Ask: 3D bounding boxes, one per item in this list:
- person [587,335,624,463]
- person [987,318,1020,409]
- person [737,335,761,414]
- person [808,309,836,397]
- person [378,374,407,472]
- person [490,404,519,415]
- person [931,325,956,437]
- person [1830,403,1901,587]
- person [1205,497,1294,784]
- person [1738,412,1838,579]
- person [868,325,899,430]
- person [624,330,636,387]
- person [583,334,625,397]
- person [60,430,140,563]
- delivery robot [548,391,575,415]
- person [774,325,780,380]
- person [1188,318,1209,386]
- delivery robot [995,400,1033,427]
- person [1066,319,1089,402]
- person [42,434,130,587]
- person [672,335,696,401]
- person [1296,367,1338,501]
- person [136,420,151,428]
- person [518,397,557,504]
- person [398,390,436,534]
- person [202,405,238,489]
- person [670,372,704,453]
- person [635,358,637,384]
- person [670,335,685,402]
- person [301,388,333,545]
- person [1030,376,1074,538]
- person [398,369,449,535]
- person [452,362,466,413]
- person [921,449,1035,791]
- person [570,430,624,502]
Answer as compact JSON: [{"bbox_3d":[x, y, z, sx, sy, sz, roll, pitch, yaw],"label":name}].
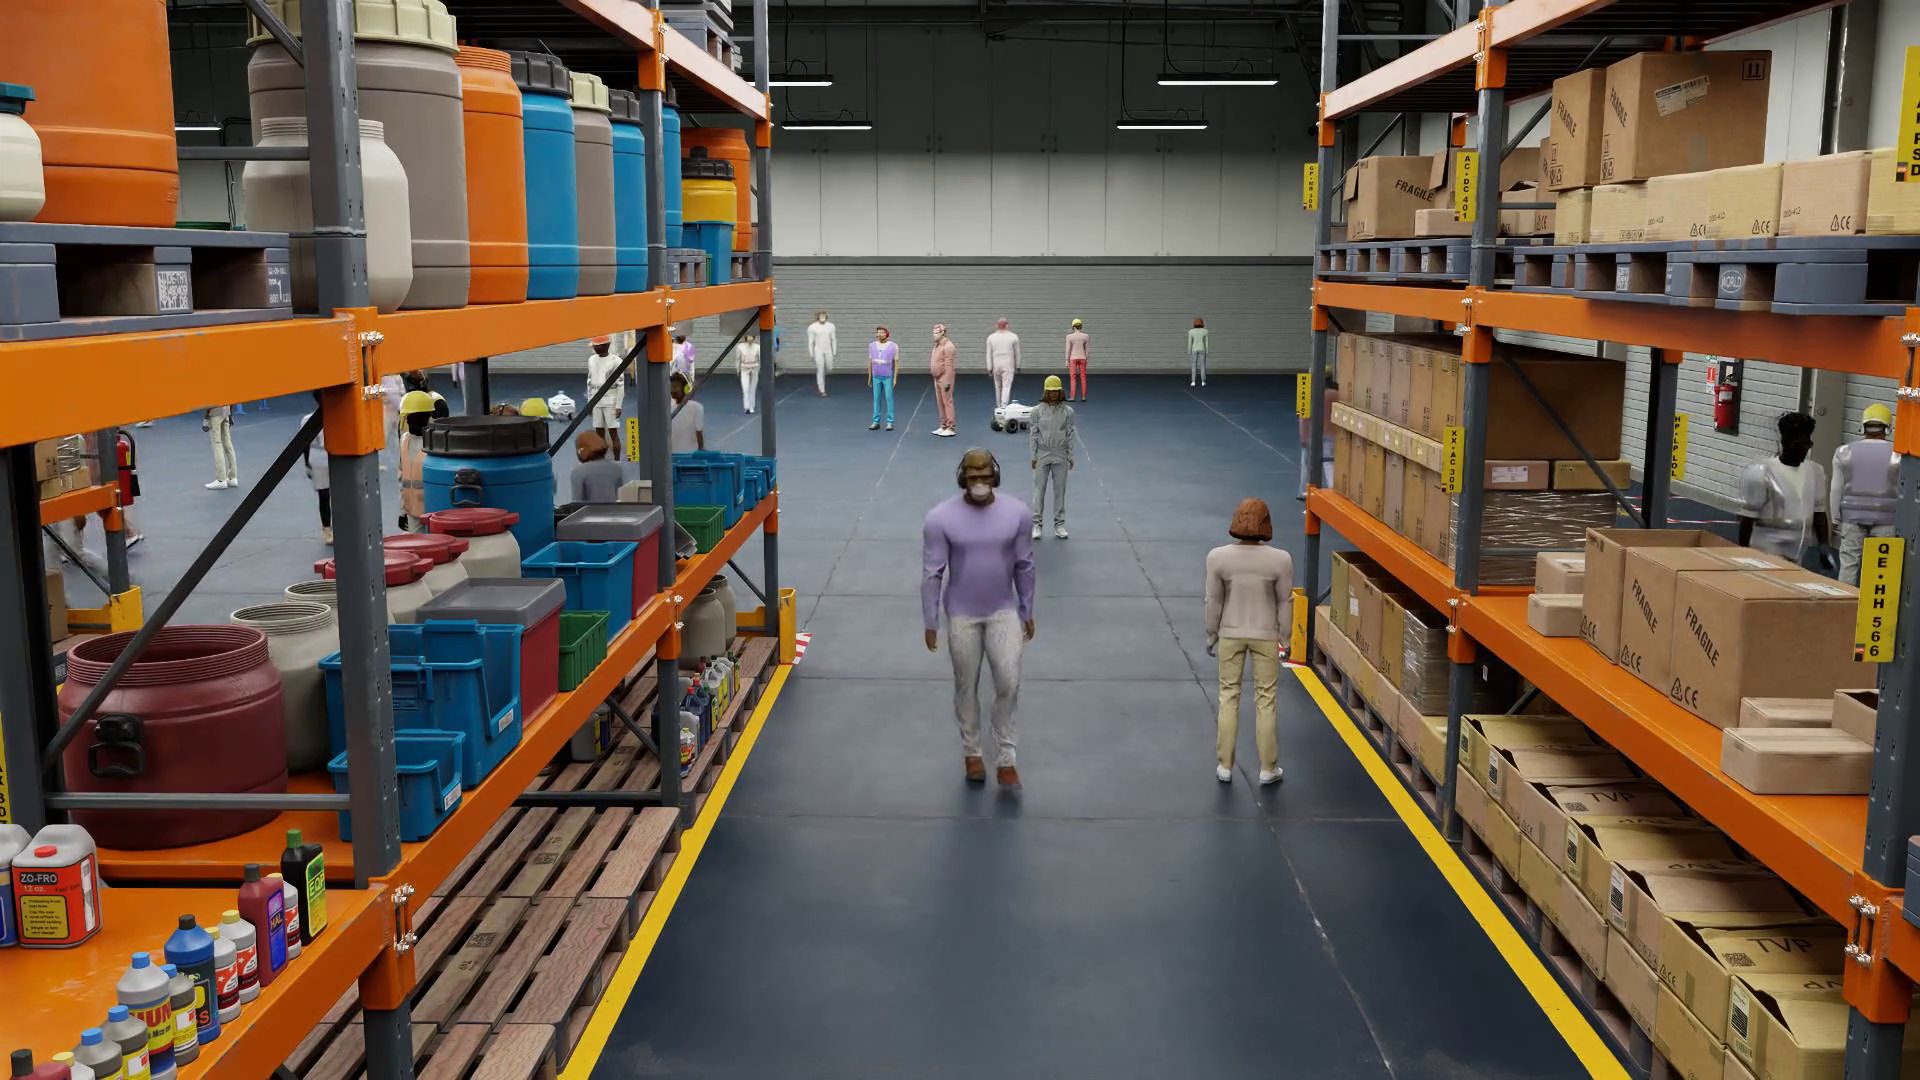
[{"bbox_3d":[-4.911,-1.879,22.927,0.605,2.033,0.392,5,11,29],"label":"person"},{"bbox_3d":[0.850,-3.424,32.703,0.640,1.866,0.993,2,10,11],"label":"person"},{"bbox_3d":[-4.075,-3.253,32.425,0.534,1.590,0.877,-2,10,-13],"label":"person"},{"bbox_3d":[-3.064,-4.154,36.875,0.627,1.927,0.601,-4,10,-23],"label":"person"},{"bbox_3d":[-8.027,-1.868,23.589,0.954,1.796,0.637,-2,10,-11],"label":"person"},{"bbox_3d":[-3.571,-0.157,13.170,0.345,1.846,0.508,-1,9,-3],"label":"person"},{"bbox_3d":[-0.309,-2.731,28.456,0.399,1.898,0.636,-4,10,-24],"label":"person"},{"bbox_3d":[7.316,-0.183,13.371,0.588,1.830,0.404,6,11,33],"label":"person"},{"bbox_3d":[1.641,0.570,9.449,0.498,1.633,0.282,3,10,17],"label":"person"},{"bbox_3d":[5.692,0.089,11.426,0.606,1.939,0.599,-4,10,-22],"label":"person"},{"bbox_3d":[-1.355,-2.876,29.454,0.566,1.847,0.389,3,10,19],"label":"person"},{"bbox_3d":[-7.744,-4.644,39.771,0.550,1.935,0.376,-2,10,-11],"label":"person"},{"bbox_3d":[-7.795,-4.077,36.399,1.045,1.944,0.615,-6,11,-34],"label":"person"},{"bbox_3d":[-8.736,-0.735,16.610,0.988,1.867,0.637,-9,13,-42],"label":"person"},{"bbox_3d":[-7.469,-2.542,31.159,0.477,0.478,0.707,-5,11,-28],"label":"delivery robot"},{"bbox_3d":[-4.729,-4.774,41.307,0.369,1.688,0.538,7,12,35],"label":"person"},{"bbox_3d":[5.727,-4.517,39.916,0.499,1.633,0.278,1,10,8],"label":"person"},{"bbox_3d":[0.965,-2.213,29.192,0.707,0.478,0.477,-7,12,-35],"label":"delivery robot"},{"bbox_3d":[2.493,-3.823,35.392,0.522,1.761,0.322,-2,10,-13],"label":"person"},{"bbox_3d":[-7.404,-0.306,13.828,0.616,1.923,0.752,6,11,31],"label":"person"},{"bbox_3d":[-4.866,-2.795,28.780,0.574,1.905,0.515,-7,12,-36],"label":"person"},{"bbox_3d":[4.404,-1.299,20.354,0.523,1.729,0.866,-1,10,-5],"label":"person"},{"bbox_3d":[-14.732,-2.825,29.801,0.383,1.623,0.527,-2,10,-13],"label":"person"},{"bbox_3d":[-3.766,-0.348,14.477,0.880,1.791,0.572,-3,10,-17],"label":"person"},{"bbox_3d":[-4.323,-0.247,13.458,0.584,1.928,0.373,5,11,27],"label":"person"},{"bbox_3d":[-9.758,-1.617,21.845,0.315,1.870,0.533,2,10,14],"label":"person"},{"bbox_3d":[-2.814,-0.780,16.890,0.519,1.858,0.381,4,10,22],"label":"person"},{"bbox_3d":[-4.721,-2.276,25.594,0.551,1.933,0.371,6,11,33],"label":"person"},{"bbox_3d":[-4.470,-2.273,25.539,0.602,1.948,0.387,7,12,36],"label":"person"},{"bbox_3d":[-6.649,-0.804,17.513,0.549,1.678,0.430,-5,11,-30],"label":"person"},{"bbox_3d":[0.992,-0.896,17.900,0.485,1.745,0.296,-2,10,-9],"label":"person"},{"bbox_3d":[-5.726,-0.908,17.683,0.634,1.840,0.429,5,11,25],"label":"person"},{"bbox_3d":[-8.737,-2.924,29.664,0.601,1.880,0.974,-3,10,-18],"label":"person"},{"bbox_3d":[0.119,0.457,9.281,0.666,1.912,0.791,-1,10,-7],"label":"person"},{"bbox_3d":[-2.948,-0.106,13.678,0.505,1.594,0.852,-7,12,-38],"label":"person"}]
